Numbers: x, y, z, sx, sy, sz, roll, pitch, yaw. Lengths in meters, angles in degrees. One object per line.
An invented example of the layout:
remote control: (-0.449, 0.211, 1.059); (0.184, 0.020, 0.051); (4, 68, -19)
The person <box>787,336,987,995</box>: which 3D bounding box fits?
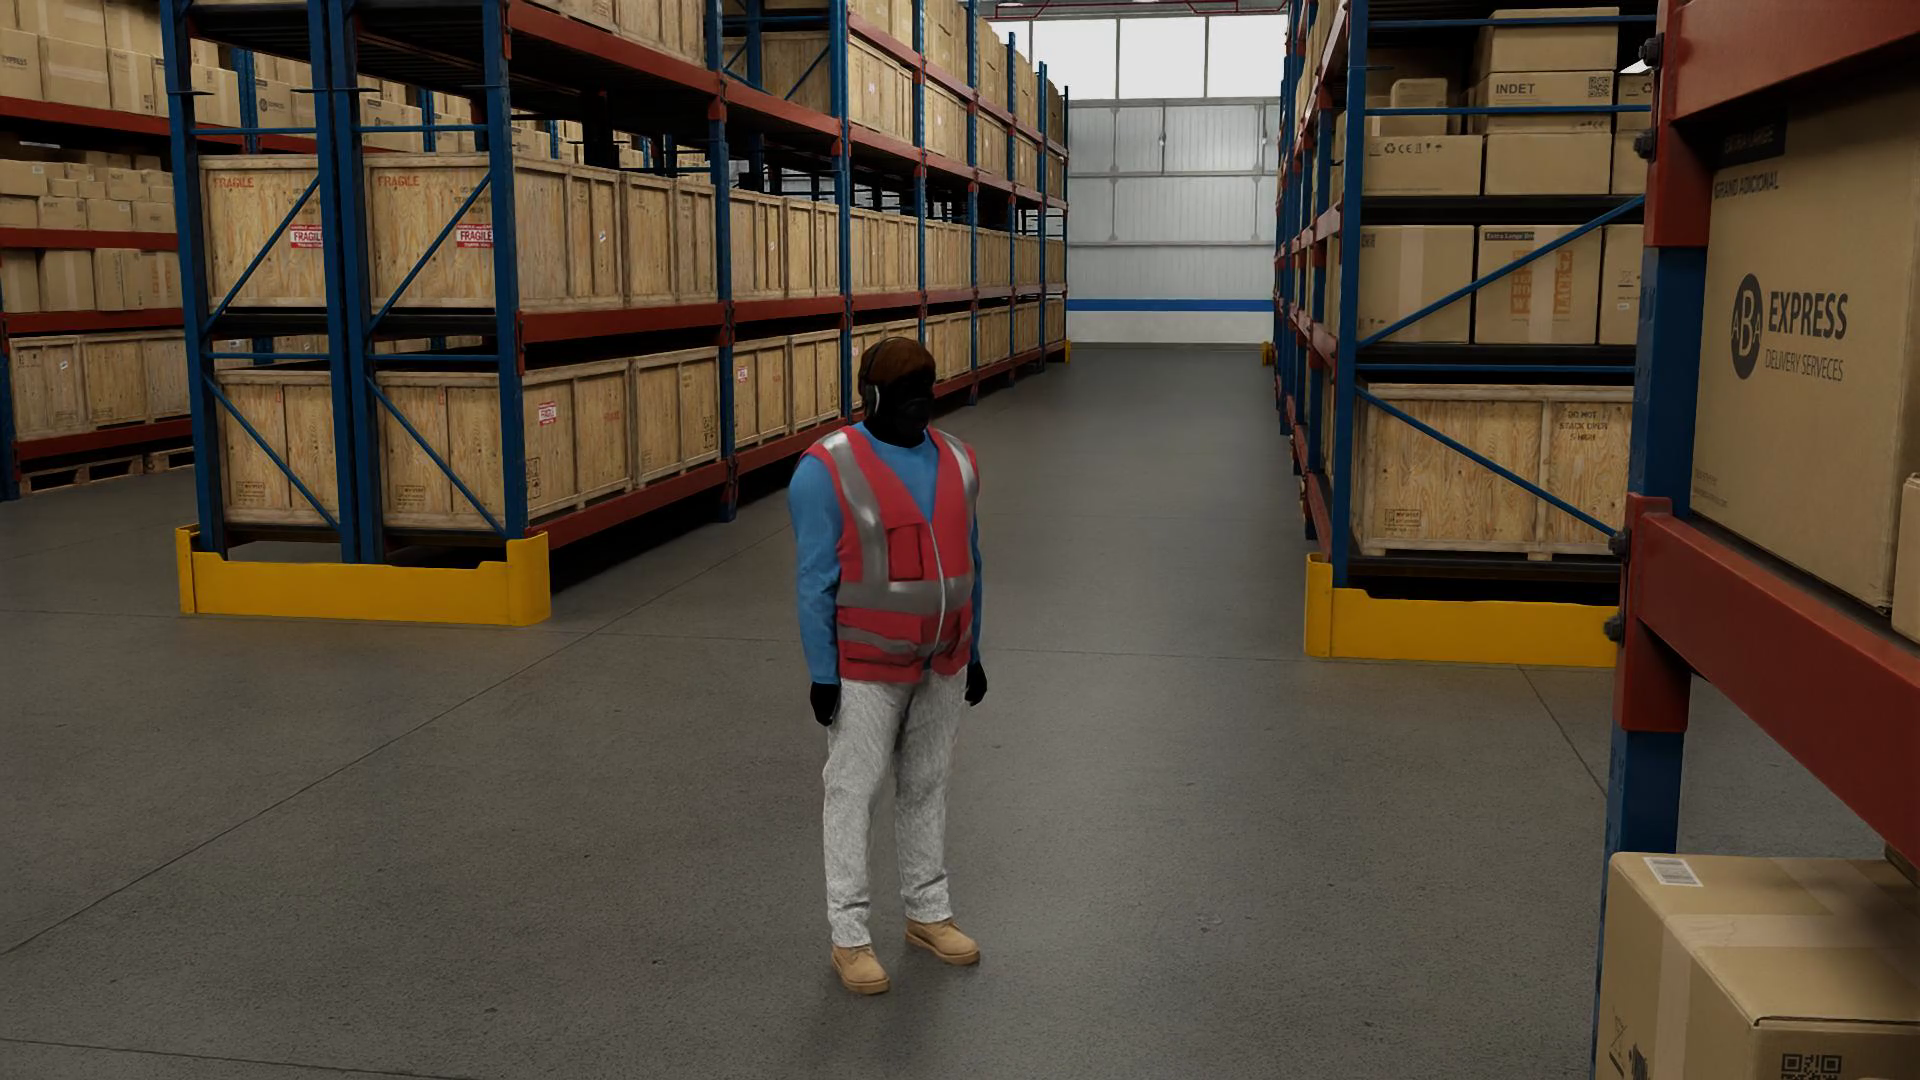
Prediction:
person: (-0.172, 0.345, 4.762); (0.627, 1.844, 0.429); (-7, 12, -37)
